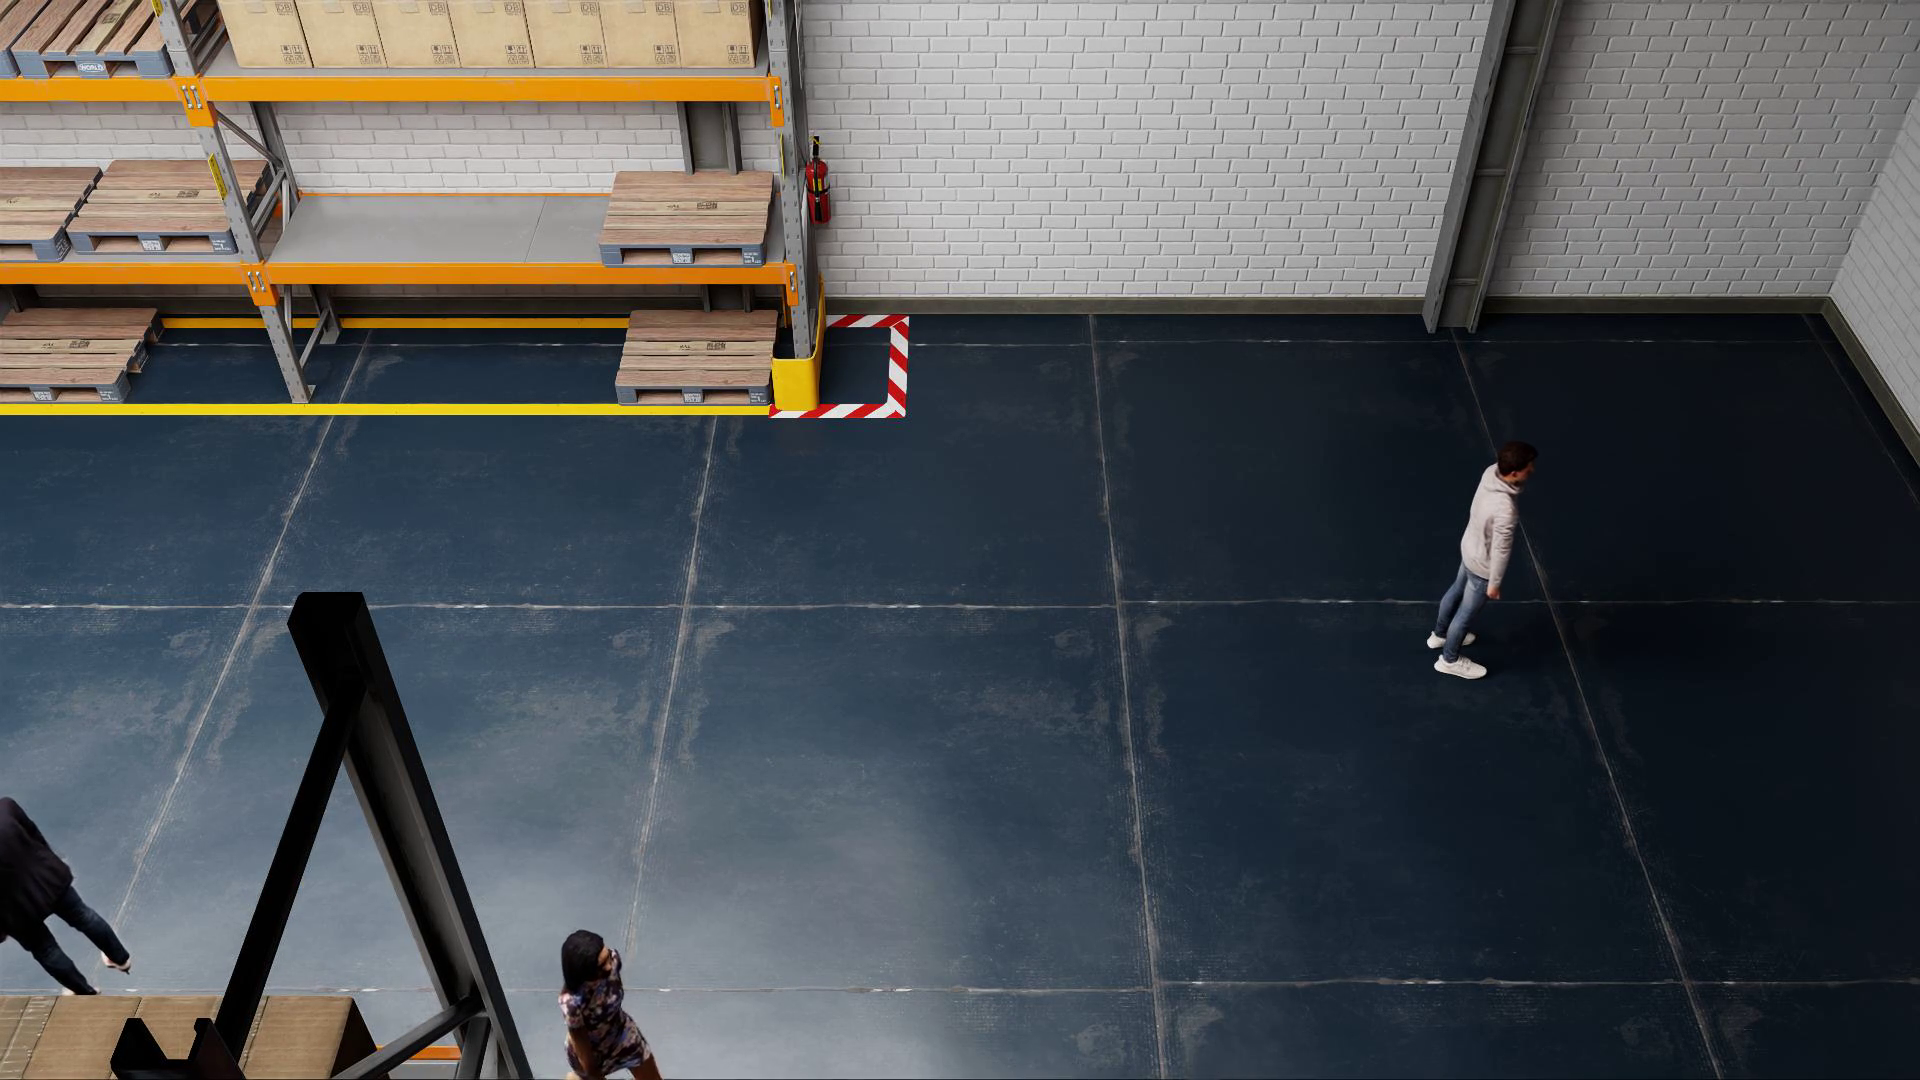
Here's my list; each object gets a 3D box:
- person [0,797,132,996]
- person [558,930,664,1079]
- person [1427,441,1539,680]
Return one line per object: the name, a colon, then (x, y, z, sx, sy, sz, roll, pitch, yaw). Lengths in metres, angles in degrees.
person: (-4.584, 1.713, 8.232, 0.734, 1.777, 0.812, 18, 47, 18)
person: (-1.833, 2.458, 8.196, 1.186, 1.686, 0.961, 21, 47, 21)
person: (3.311, 0.094, 10.557, 0.575, 1.852, 0.671, 1, 44, 1)
